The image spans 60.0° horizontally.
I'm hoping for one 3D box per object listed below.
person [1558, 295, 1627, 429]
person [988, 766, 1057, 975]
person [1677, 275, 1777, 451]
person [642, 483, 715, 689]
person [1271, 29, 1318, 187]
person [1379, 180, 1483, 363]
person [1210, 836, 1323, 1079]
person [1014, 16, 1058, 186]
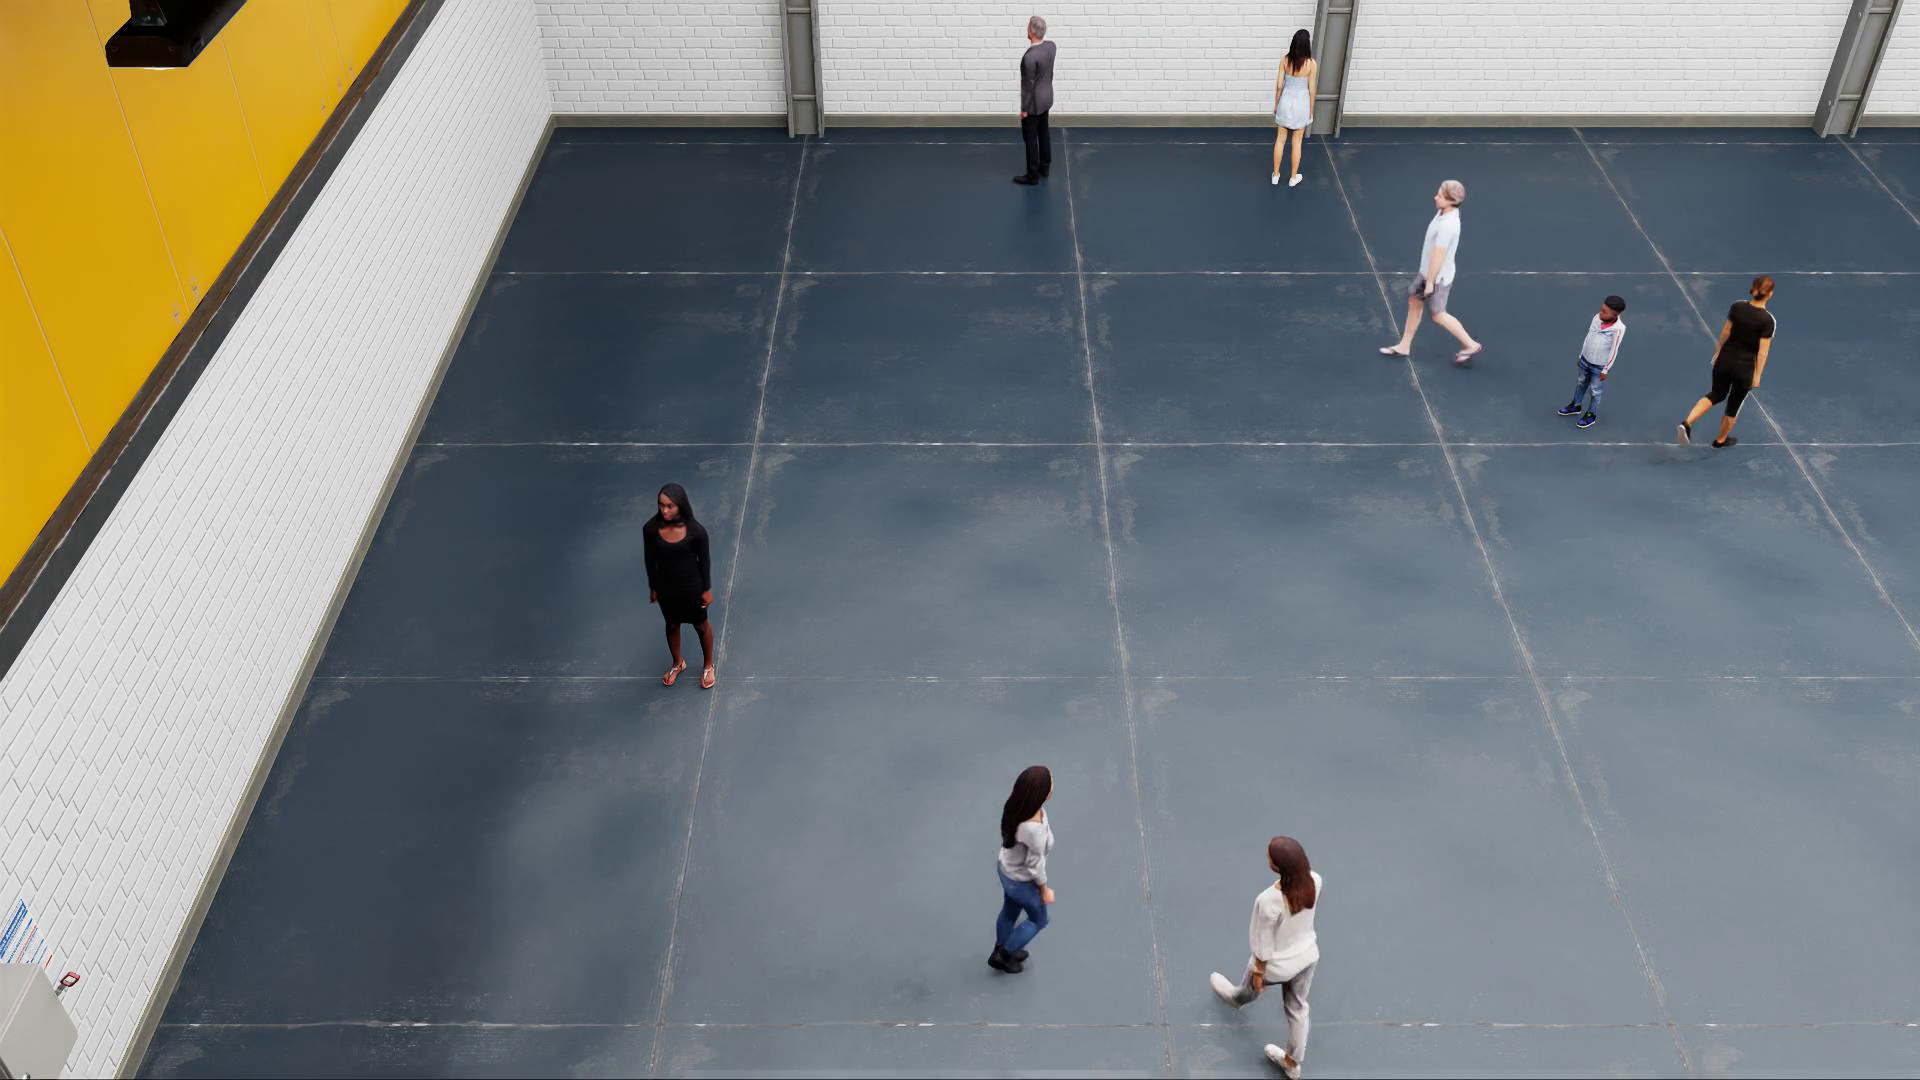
[{"bbox_3d":[5.541,-1.581,14.436,0.595,1.260,0.557,-18,42,-21],"label":"person"},{"bbox_3d":[0.283,1.984,9.693,0.709,1.608,0.699,-9,39,-11],"label":"person"},{"bbox_3d":[6.452,-1.441,13.946,0.972,1.653,0.823,-17,42,-20],"label":"person"},{"bbox_3d":[-1.956,0.325,11.680,0.471,1.721,0.696,4,39,5],"label":"person"},{"bbox_3d":[3.586,-4.663,17.919,0.575,1.730,0.714,12,40,15],"label":"person"},{"bbox_3d":[4.399,-2.373,14.995,1.172,1.801,0.775,6,39,7],"label":"person"},{"bbox_3d":[1.850,2.359,9.196,1.051,1.642,0.999,-22,44,-25],"label":"person"},{"bbox_3d":[0.815,-4.751,17.941,0.798,1.839,0.811,21,43,24],"label":"person"}]
